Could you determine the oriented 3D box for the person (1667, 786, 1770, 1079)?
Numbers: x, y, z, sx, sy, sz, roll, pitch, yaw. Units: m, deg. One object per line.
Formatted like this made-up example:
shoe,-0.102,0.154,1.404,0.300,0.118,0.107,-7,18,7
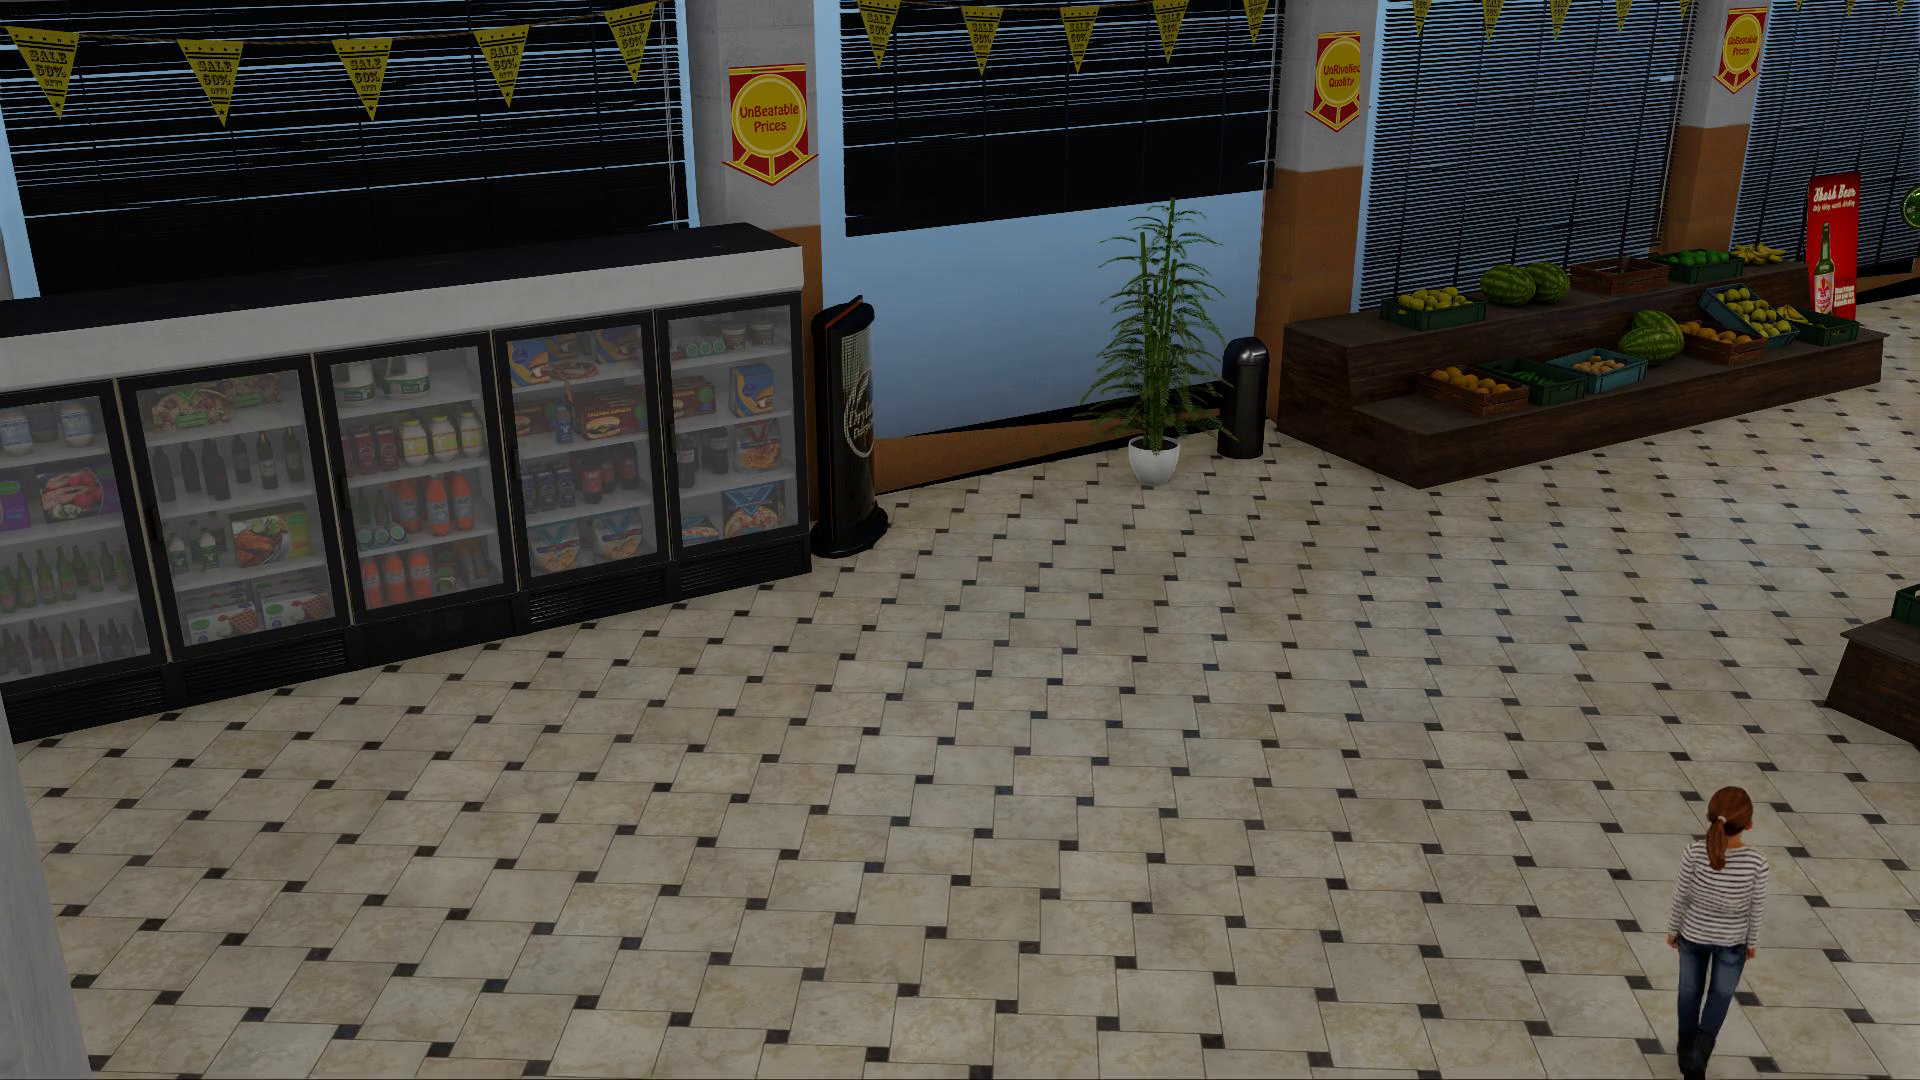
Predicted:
person,2.933,1.584,6.489,0.696,1.308,0.819,11,24,26
